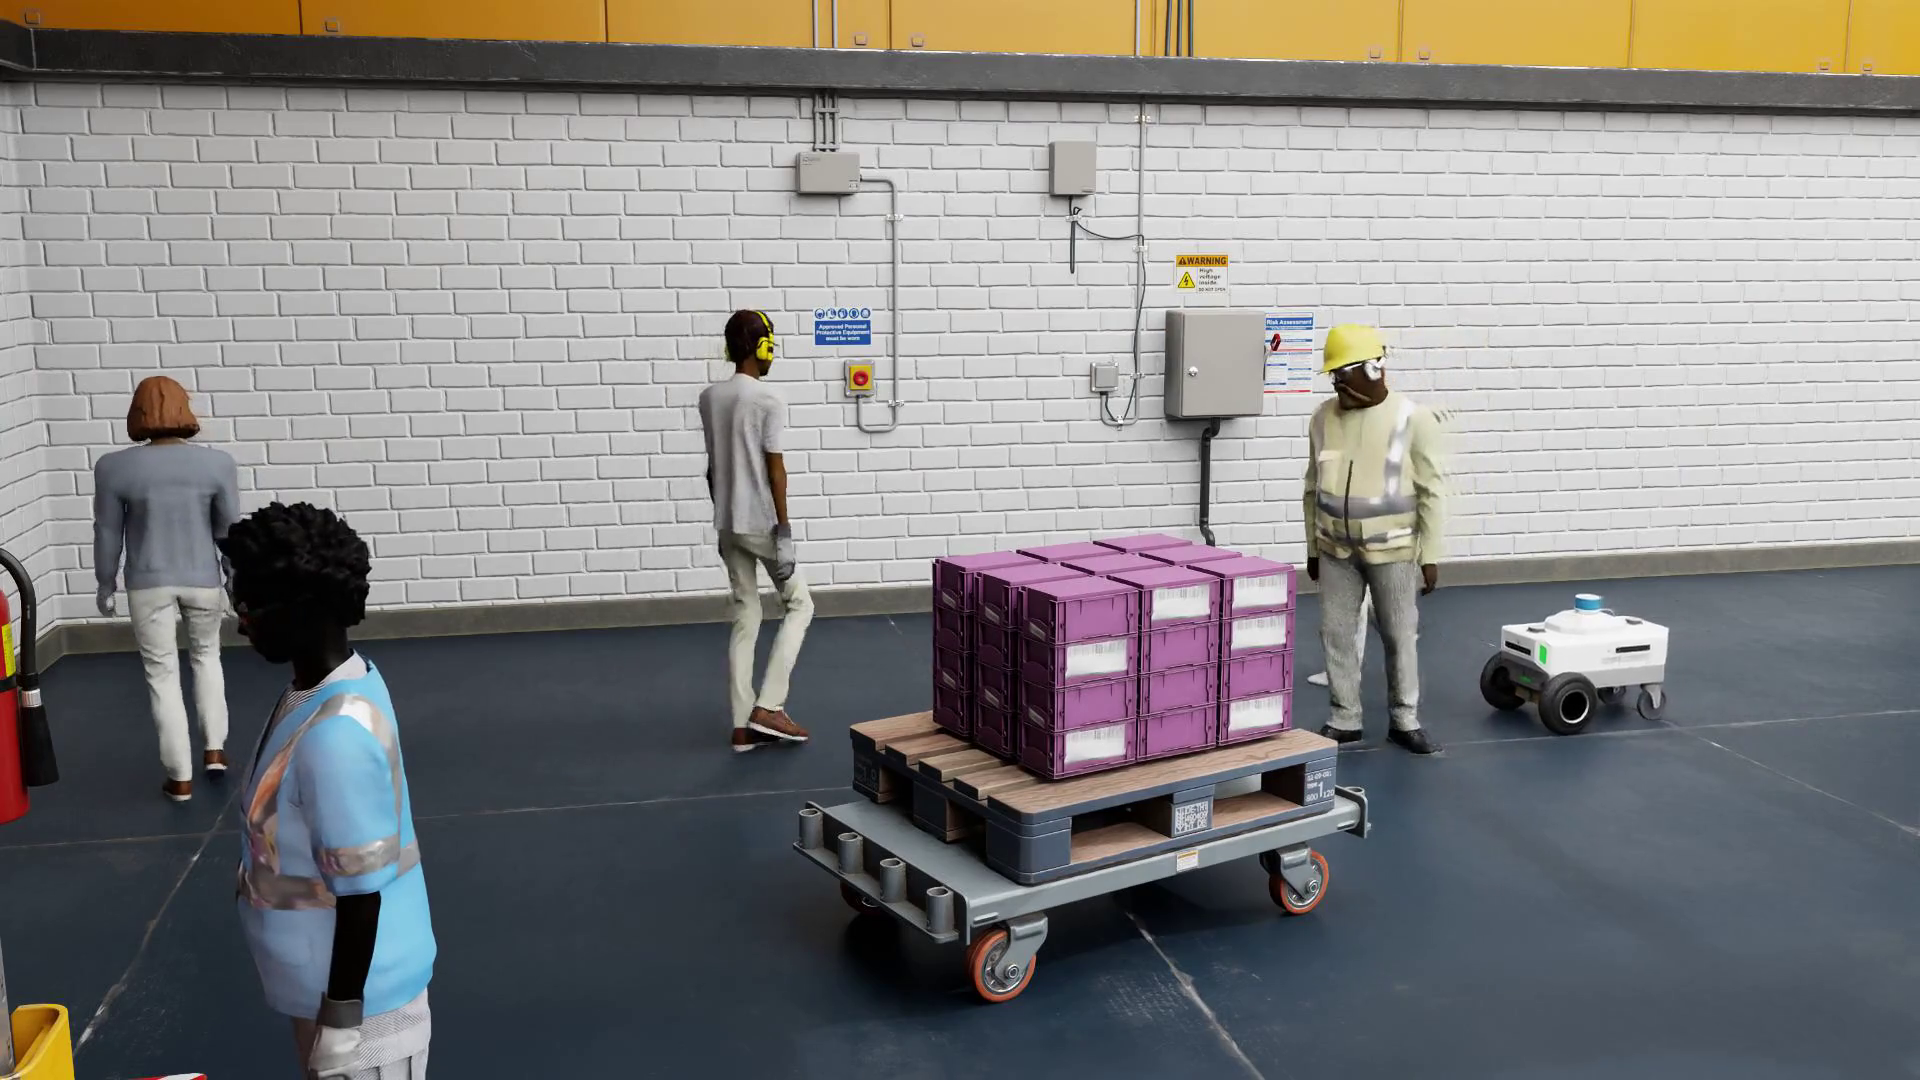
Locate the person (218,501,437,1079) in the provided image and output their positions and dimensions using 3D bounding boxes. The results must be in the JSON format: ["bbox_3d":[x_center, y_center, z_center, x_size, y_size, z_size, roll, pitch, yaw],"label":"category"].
[{"bbox_3d":[-1.095,0.768,2.941,0.319,1.693,0.532,-4,11,-23],"label":"person"}]

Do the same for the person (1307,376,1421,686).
[{"bbox_3d":[1.911,-0.074,7.786,0.434,1.615,0.546,2,10,10],"label":"person"}]

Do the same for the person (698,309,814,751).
[{"bbox_3d":[-0.855,-0.038,6.977,0.539,1.845,0.466,8,13,37],"label":"person"}]

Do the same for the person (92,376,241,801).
[{"bbox_3d":[-3.046,0.179,6.421,0.511,1.616,0.519,-7,12,-34],"label":"person"}]

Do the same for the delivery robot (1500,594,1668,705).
[{"bbox_3d":[2.780,0.485,7.403,0.707,0.478,0.477,-3,11,-18],"label":"delivery robot"}]

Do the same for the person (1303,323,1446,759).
[{"bbox_3d":[1.704,0.017,6.836,0.631,1.803,0.493,8,13,38],"label":"person"}]
